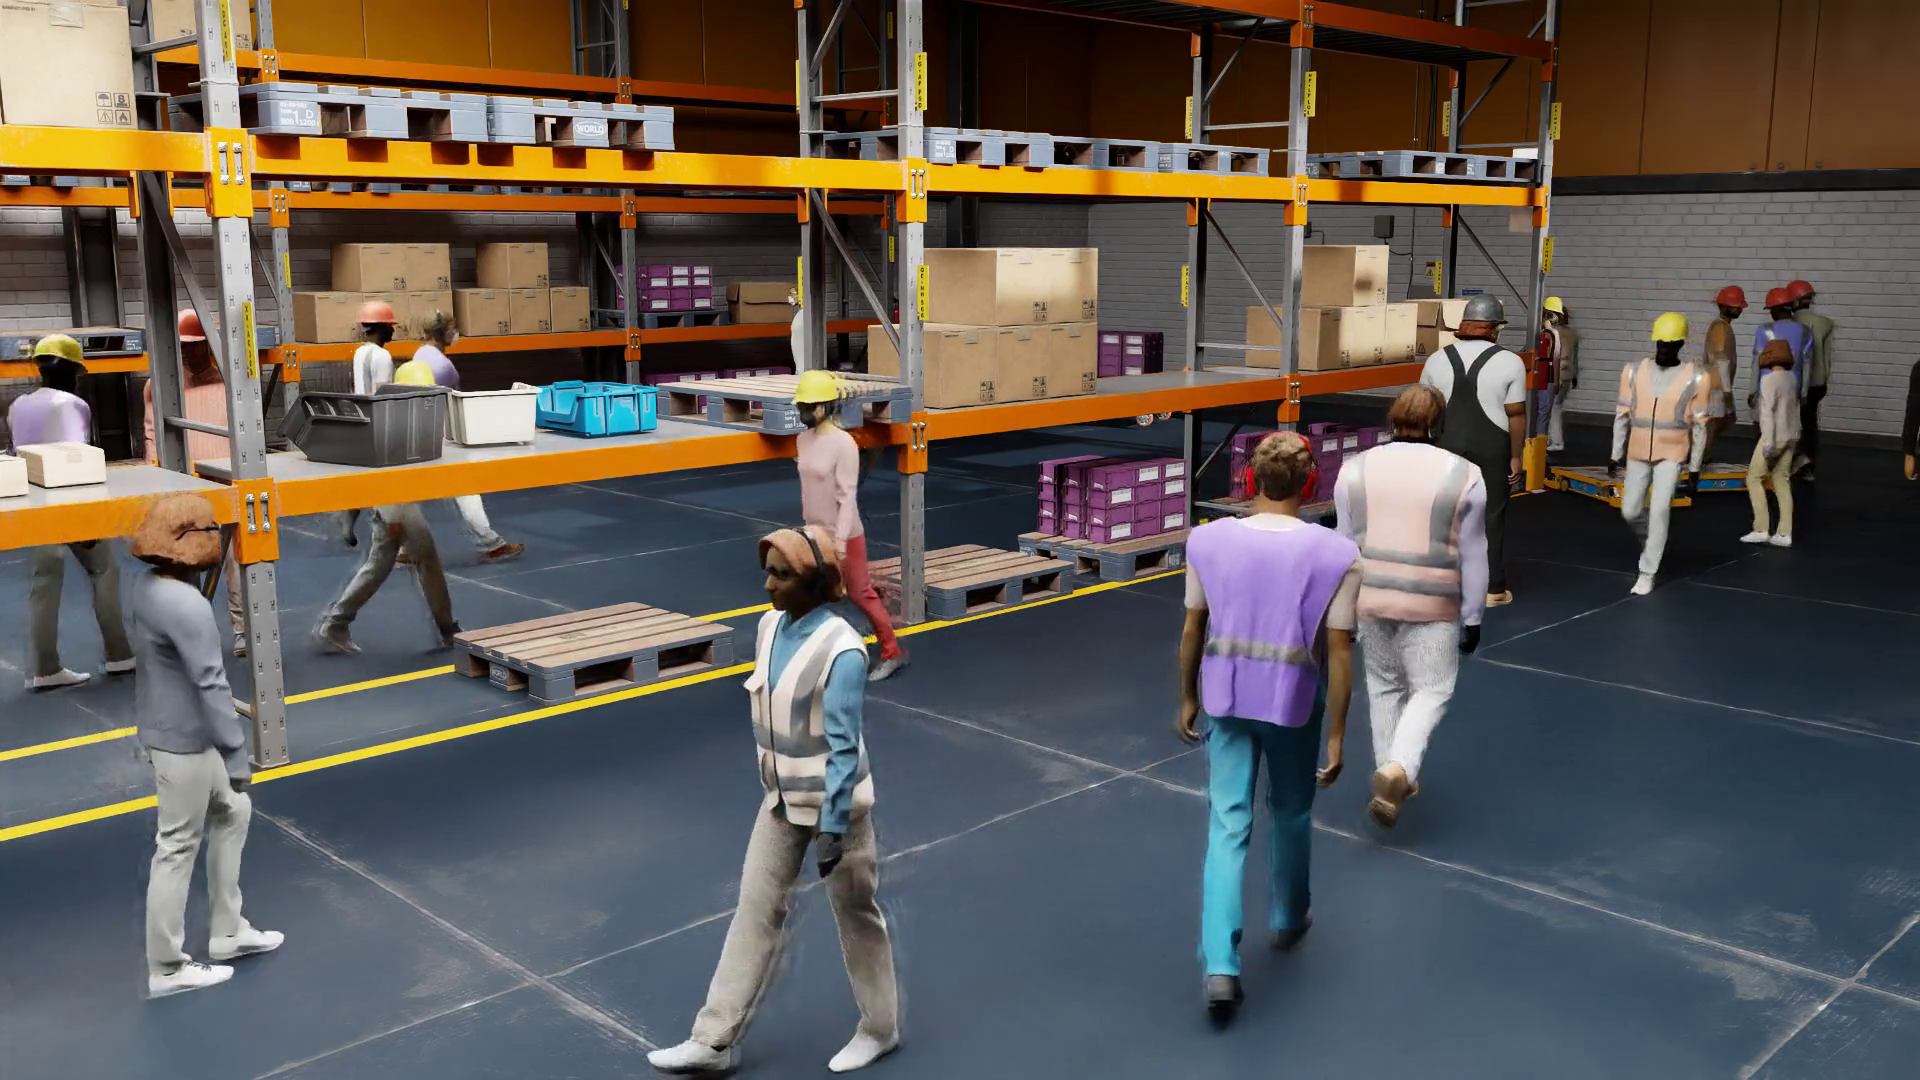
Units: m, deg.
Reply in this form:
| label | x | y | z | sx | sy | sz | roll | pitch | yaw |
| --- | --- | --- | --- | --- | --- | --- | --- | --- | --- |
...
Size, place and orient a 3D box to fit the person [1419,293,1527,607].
| label | x | y | z | sx | sy | sz | roll | pitch | yaw |
| --- | --- | --- | --- | --- | --- | --- | --- | --- | --- |
| person | 3.375 | -0.595 | 10.887 | 0.684 | 2.000 | 0.535 | 8 | 13 | 36 |

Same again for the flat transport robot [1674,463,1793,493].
| label | x | y | z | sx | sy | sz | roll | pitch | yaw |
| --- | --- | --- | --- | --- | --- | --- | --- | --- | --- |
| flat transport robot | 6.971 | -0.577 | 15.621 | 1.431 | 0.197 | 0.652 | -1 | 11 | -8 |

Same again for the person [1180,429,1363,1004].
| label | x | y | z | sx | sy | sz | roll | pitch | yaw |
| --- | --- | --- | --- | --- | --- | --- | --- | --- | --- |
| person | 0.964 | 0.548 | 5.319 | 0.590 | 1.805 | 0.954 | 4 | 11 | 19 |

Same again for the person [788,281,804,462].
| label | x | y | z | sx | sy | sz | roll | pitch | yaw |
| --- | --- | --- | --- | --- | --- | --- | --- | --- | --- |
| person | -1.640 | -1.796 | 17.716 | 0.354 | 1.937 | 0.635 | -2 | 11 | -10 |

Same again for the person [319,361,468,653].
| label | x | y | z | sx | sy | sz | roll | pitch | yaw |
| --- | --- | --- | --- | --- | --- | --- | --- | --- | --- |
| person | -3.270 | -0.178 | 9.572 | 0.895 | 1.692 | 0.524 | -5 | 12 | -26 |

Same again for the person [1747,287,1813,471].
| label | x | y | z | sx | sy | sz | roll | pitch | yaw |
| --- | --- | --- | --- | --- | --- | --- | --- | --- | --- |
| person | 7.845 | -1.456 | 15.933 | 0.584 | 1.908 | 0.437 | 1 | 10 | 4 |

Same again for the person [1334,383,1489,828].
| label | x | y | z | sx | sy | sz | roll | pitch | yaw |
| --- | --- | --- | --- | --- | --- | --- | --- | --- | --- |
| person | 1.804 | 0.277 | 6.762 | 0.624 | 1.820 | 0.724 | 6 | 12 | 31 |

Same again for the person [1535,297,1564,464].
| label | x | y | z | sx | sy | sz | roll | pitch | yaw |
| --- | --- | --- | --- | --- | --- | --- | --- | --- | --- |
| person | 6.193 | -1.686 | 17.612 | 0.328 | 1.760 | 0.524 | -2 | 11 | -13 |

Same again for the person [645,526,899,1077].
| label | x | y | z | sx | sy | sz | roll | pitch | yaw |
| --- | --- | --- | --- | --- | --- | --- | --- | --- | --- |
| person | -0.498 | 0.766 | 4.657 | 0.759 | 1.604 | 0.543 | -8 | 13 | -36 |

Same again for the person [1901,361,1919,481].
| label | x | y | z | sx | sy | sz | roll | pitch | yaw |
| --- | --- | --- | --- | --- | --- | --- | --- | --- | --- |
| person | 6.536 | -0.561 | 10.928 | 0.628 | 1.953 | 0.919 | 6 | 12 | 30 |

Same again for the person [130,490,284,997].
| label | x | y | z | sx | sy | sz | roll | pitch | yaw |
| --- | --- | --- | --- | --- | --- | --- | --- | --- | --- |
| person | -2.384 | 0.636 | 5.317 | 0.586 | 1.612 | 0.535 | -8 | 13 | -39 |

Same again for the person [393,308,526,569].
| label | x | y | z | sx | sy | sz | roll | pitch | yaw |
| --- | --- | --- | --- | --- | --- | --- | --- | --- | --- |
| person | -3.738 | -0.730 | 12.064 | 1.009 | 1.885 | 0.647 | -6 | 12 | -30 |

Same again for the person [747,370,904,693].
| label | x | y | z | sx | sy | sz | roll | pitch | yaw |
| --- | --- | --- | --- | --- | --- | --- | --- | --- | --- |
| person | -0.666 | -0.044 | 8.781 | 0.937 | 1.713 | 0.534 | -9 | 14 | -41 |

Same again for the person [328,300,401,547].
| label | x | y | z | sx | sy | sz | roll | pitch | yaw |
| --- | --- | --- | --- | --- | --- | --- | --- | --- | --- |
| person | -4.487 | -0.862 | 12.686 | 0.656 | 1.916 | 0.560 | -7 | 13 | -34 |

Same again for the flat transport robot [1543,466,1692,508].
| label | x | y | z | sx | sy | sz | roll | pitch | yaw |
| --- | --- | --- | --- | --- | --- | --- | --- | --- | --- |
| flat transport robot | 5.986 | -0.501 | 15.206 | 0.652 | 0.197 | 1.431 | -2 | 11 | -8 |

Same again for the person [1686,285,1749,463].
| label | x | y | z | sx | sy | sz | roll | pitch | yaw |
| --- | --- | --- | --- | --- | --- | --- | --- | --- | --- |
| person | 7.519 | -1.549 | 16.416 | 0.400 | 1.915 | 0.544 | 5 | 12 | 26 |

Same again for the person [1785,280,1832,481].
| label | x | y | z | sx | sy | sz | roll | pitch | yaw |
| --- | --- | --- | --- | --- | --- | --- | --- | --- | --- |
| person | 8.261 | -1.561 | 16.340 | 0.648 | 1.967 | 0.504 | -1 | 10 | -7 |

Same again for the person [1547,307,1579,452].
| label | x | y | z | sx | sy | sz | roll | pitch | yaw |
| --- | --- | --- | --- | --- | --- | --- | --- | --- | --- |
| person | 6.597 | -1.812 | 18.643 | 0.545 | 1.615 | 0.659 | -5 | 12 | -26 |

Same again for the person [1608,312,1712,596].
| label | x | y | z | sx | sy | sz | roll | pitch | yaw |
| --- | --- | --- | --- | --- | --- | --- | --- | --- | --- |
| person | 4.751 | -0.597 | 11.277 | 0.612 | 1.904 | 0.679 | 8 | 13 | 39 |

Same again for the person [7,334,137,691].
| label | x | y | z | sx | sy | sz | roll | pitch | yaw |
| --- | --- | --- | --- | --- | --- | --- | --- | --- | --- |
| person | -4.759 | -0.158 | 8.959 | 0.671 | 1.870 | 0.787 | 5 | 11 | 24 |

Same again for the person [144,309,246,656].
| label | x | y | z | sx | sy | sz | roll | pitch | yaw |
| --- | --- | --- | --- | --- | --- | --- | --- | --- | --- |
| person | -4.286 | -0.311 | 9.463 | 0.612 | 1.994 | 0.395 | -3 | 11 | -16 |

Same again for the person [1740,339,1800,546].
| label | x | y | z | sx | sy | sz | roll | pitch | yaw |
| --- | --- | --- | --- | --- | --- | --- | --- | --- | --- |
| person | 6.368 | -0.754 | 12.949 | 0.531 | 1.591 | 0.464 | -6 | 12 | -31 |
